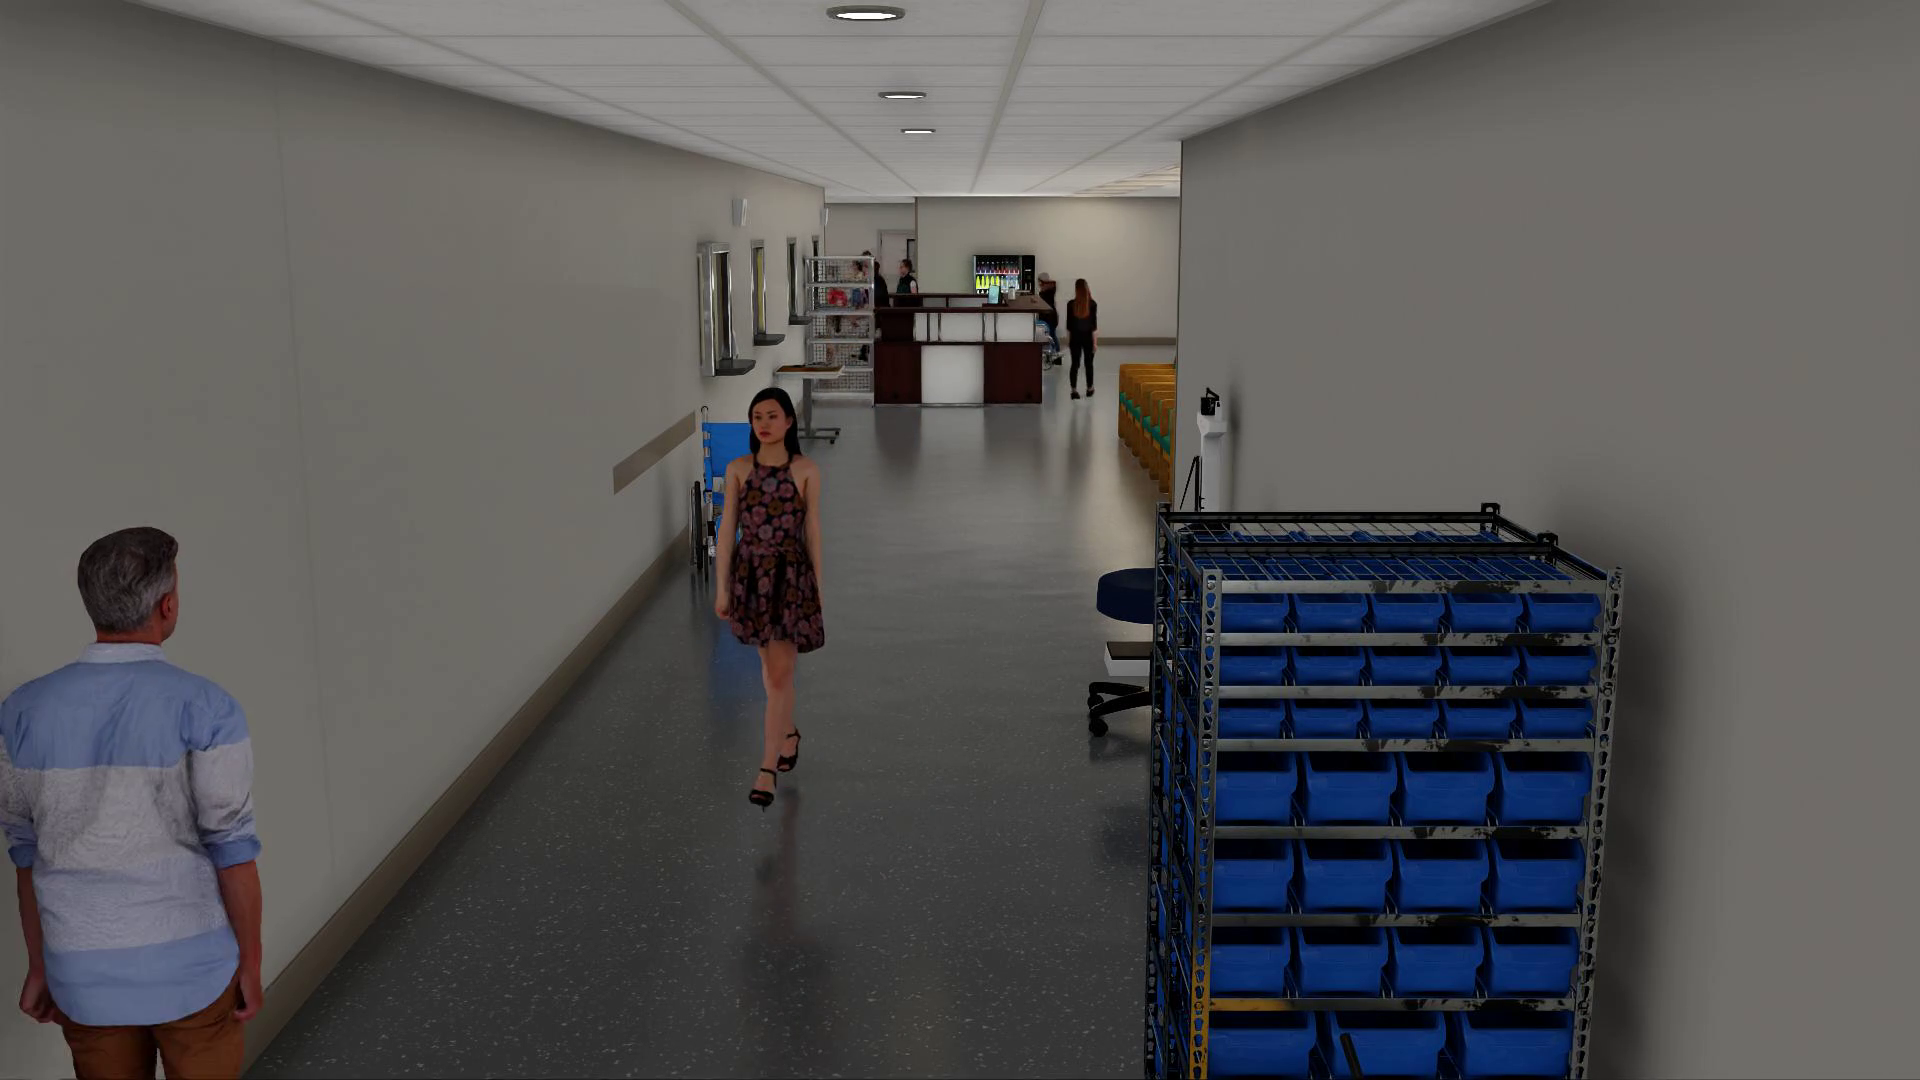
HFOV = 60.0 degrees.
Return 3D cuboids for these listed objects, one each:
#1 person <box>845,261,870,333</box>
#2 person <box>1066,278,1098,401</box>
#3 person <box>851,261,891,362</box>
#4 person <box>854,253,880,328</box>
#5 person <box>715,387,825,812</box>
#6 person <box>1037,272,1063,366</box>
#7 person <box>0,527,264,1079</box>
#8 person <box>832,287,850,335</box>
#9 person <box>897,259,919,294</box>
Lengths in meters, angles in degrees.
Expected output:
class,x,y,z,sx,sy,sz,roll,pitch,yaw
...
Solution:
class,x,y,z,sx,sy,sz,roll,pitch,yaw
person,-2.332,-5.577,38.113,1.064,1.613,1.005,-10,15,-43
person,1.640,-2.714,22.908,1.161,1.657,0.900,3,11,16
person,-1.316,-4.044,29.550,1.181,1.794,0.955,-4,11,-18
person,-2.292,-5.835,39.137,1.219,1.739,0.872,4,11,19
person,-0.788,0.241,7.159,1.133,1.724,0.774,1,11,7
person,1.568,-3.822,28.885,0.865,1.606,0.754,4,11,18
person,-1.745,0.894,3.488,0.811,1.809,0.751,0,11,-2
person,-2.593,-4.900,35.504,0.825,1.257,0.819,-7,13,-34
person,-0.948,-4.025,29.321,0.725,1.842,0.728,-5,12,-27
